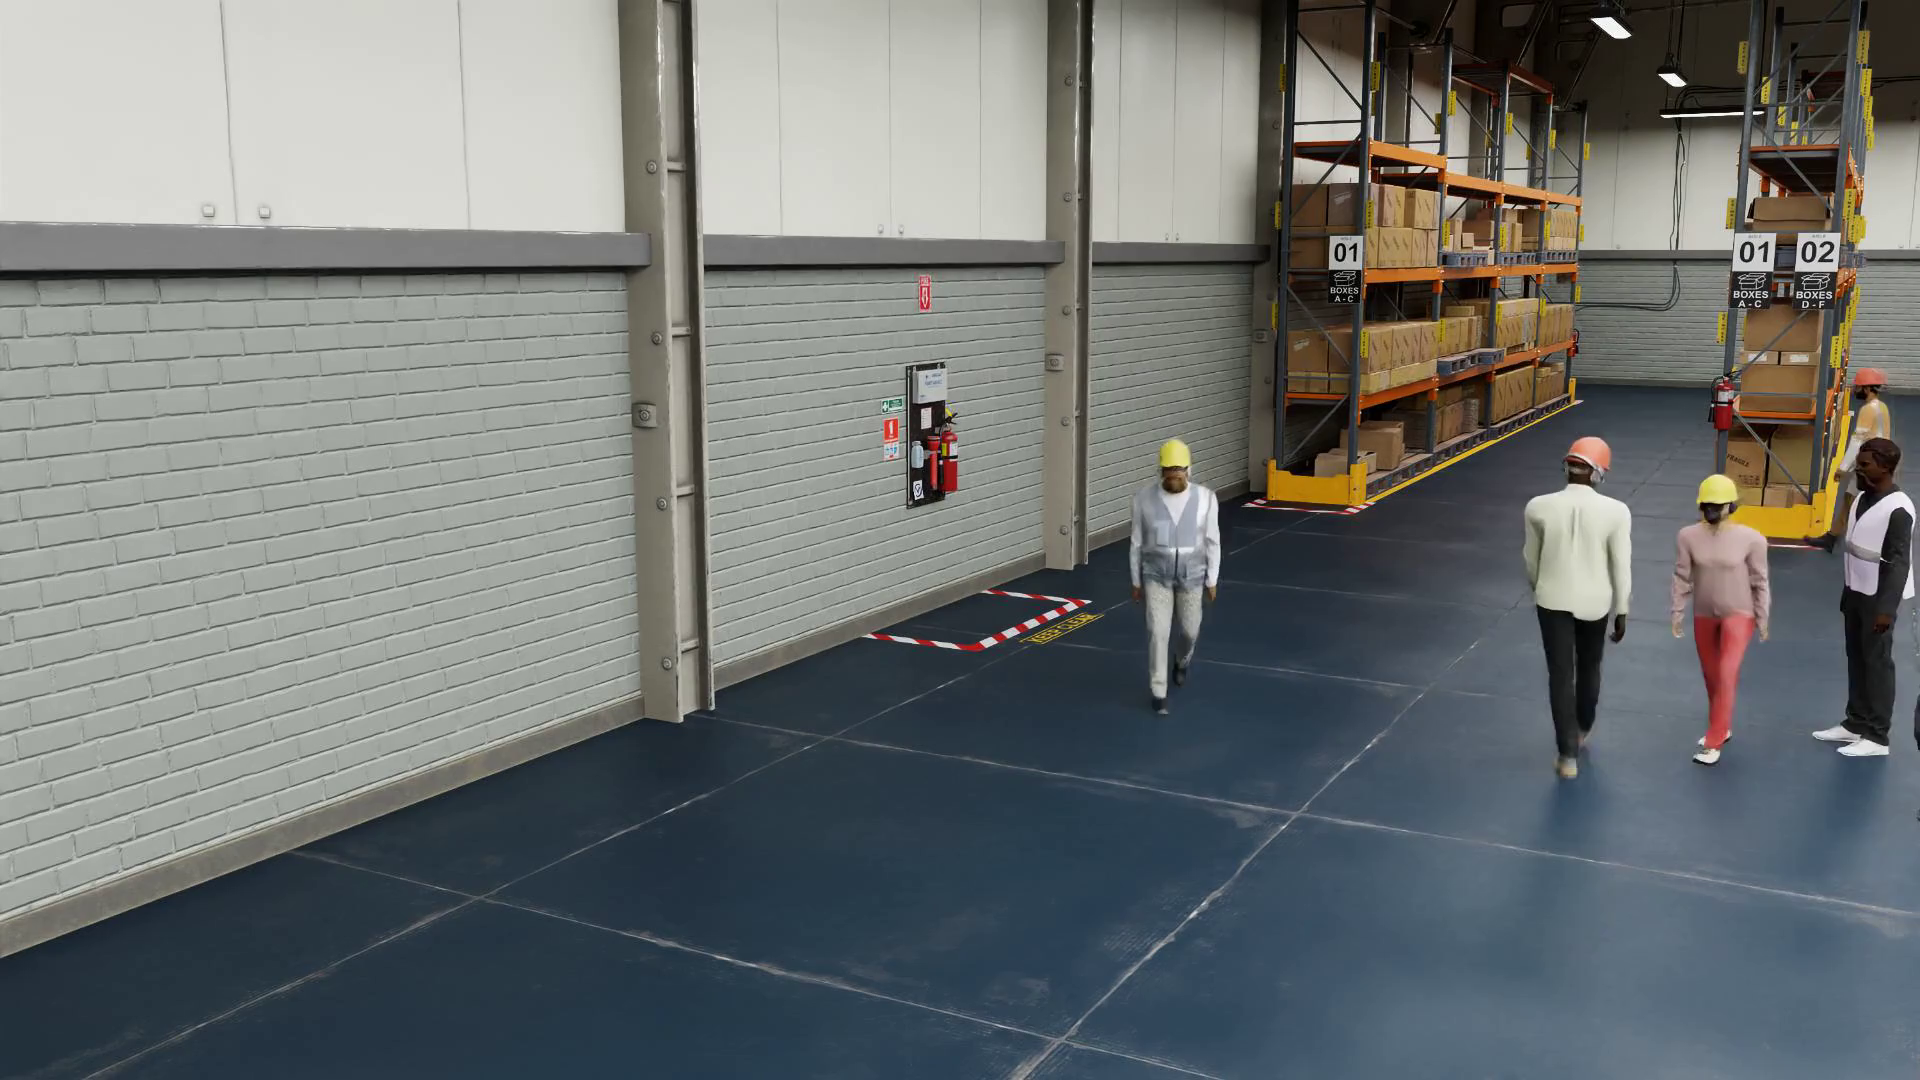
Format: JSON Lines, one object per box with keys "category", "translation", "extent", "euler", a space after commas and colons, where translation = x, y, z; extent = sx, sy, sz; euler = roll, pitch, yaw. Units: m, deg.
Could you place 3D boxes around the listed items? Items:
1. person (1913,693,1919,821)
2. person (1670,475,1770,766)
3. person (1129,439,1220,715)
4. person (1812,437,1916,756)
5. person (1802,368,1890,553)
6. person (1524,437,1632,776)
{"category": "person", "translation": [5.165, 0.638, 8.531], "extent": [0.402, 1.830, 0.518], "euler": [-9, 13, -41]}
{"category": "person", "translation": [4.504, 0.459, 9.909], "extent": [0.830, 1.712, 0.535], "euler": [-9, 13, -43]}
{"category": "person", "translation": [1.424, 0.212, 11.097], "extent": [0.598, 1.814, 0.725], "euler": [0, 10, 2]}
{"category": "person", "translation": [5.488, 0.346, 10.013], "extent": [0.399, 1.927, 0.601], "euler": [1, 10, 5]}
{"category": "person", "translation": [8.856, -0.744, 16.438], "extent": [0.957, 1.891, 0.568], "euler": [8, 12, 38]}
{"category": "person", "translation": [3.650, 0.354, 9.868], "extent": [0.608, 1.925, 1.019], "euler": [3, 10, 19]}
